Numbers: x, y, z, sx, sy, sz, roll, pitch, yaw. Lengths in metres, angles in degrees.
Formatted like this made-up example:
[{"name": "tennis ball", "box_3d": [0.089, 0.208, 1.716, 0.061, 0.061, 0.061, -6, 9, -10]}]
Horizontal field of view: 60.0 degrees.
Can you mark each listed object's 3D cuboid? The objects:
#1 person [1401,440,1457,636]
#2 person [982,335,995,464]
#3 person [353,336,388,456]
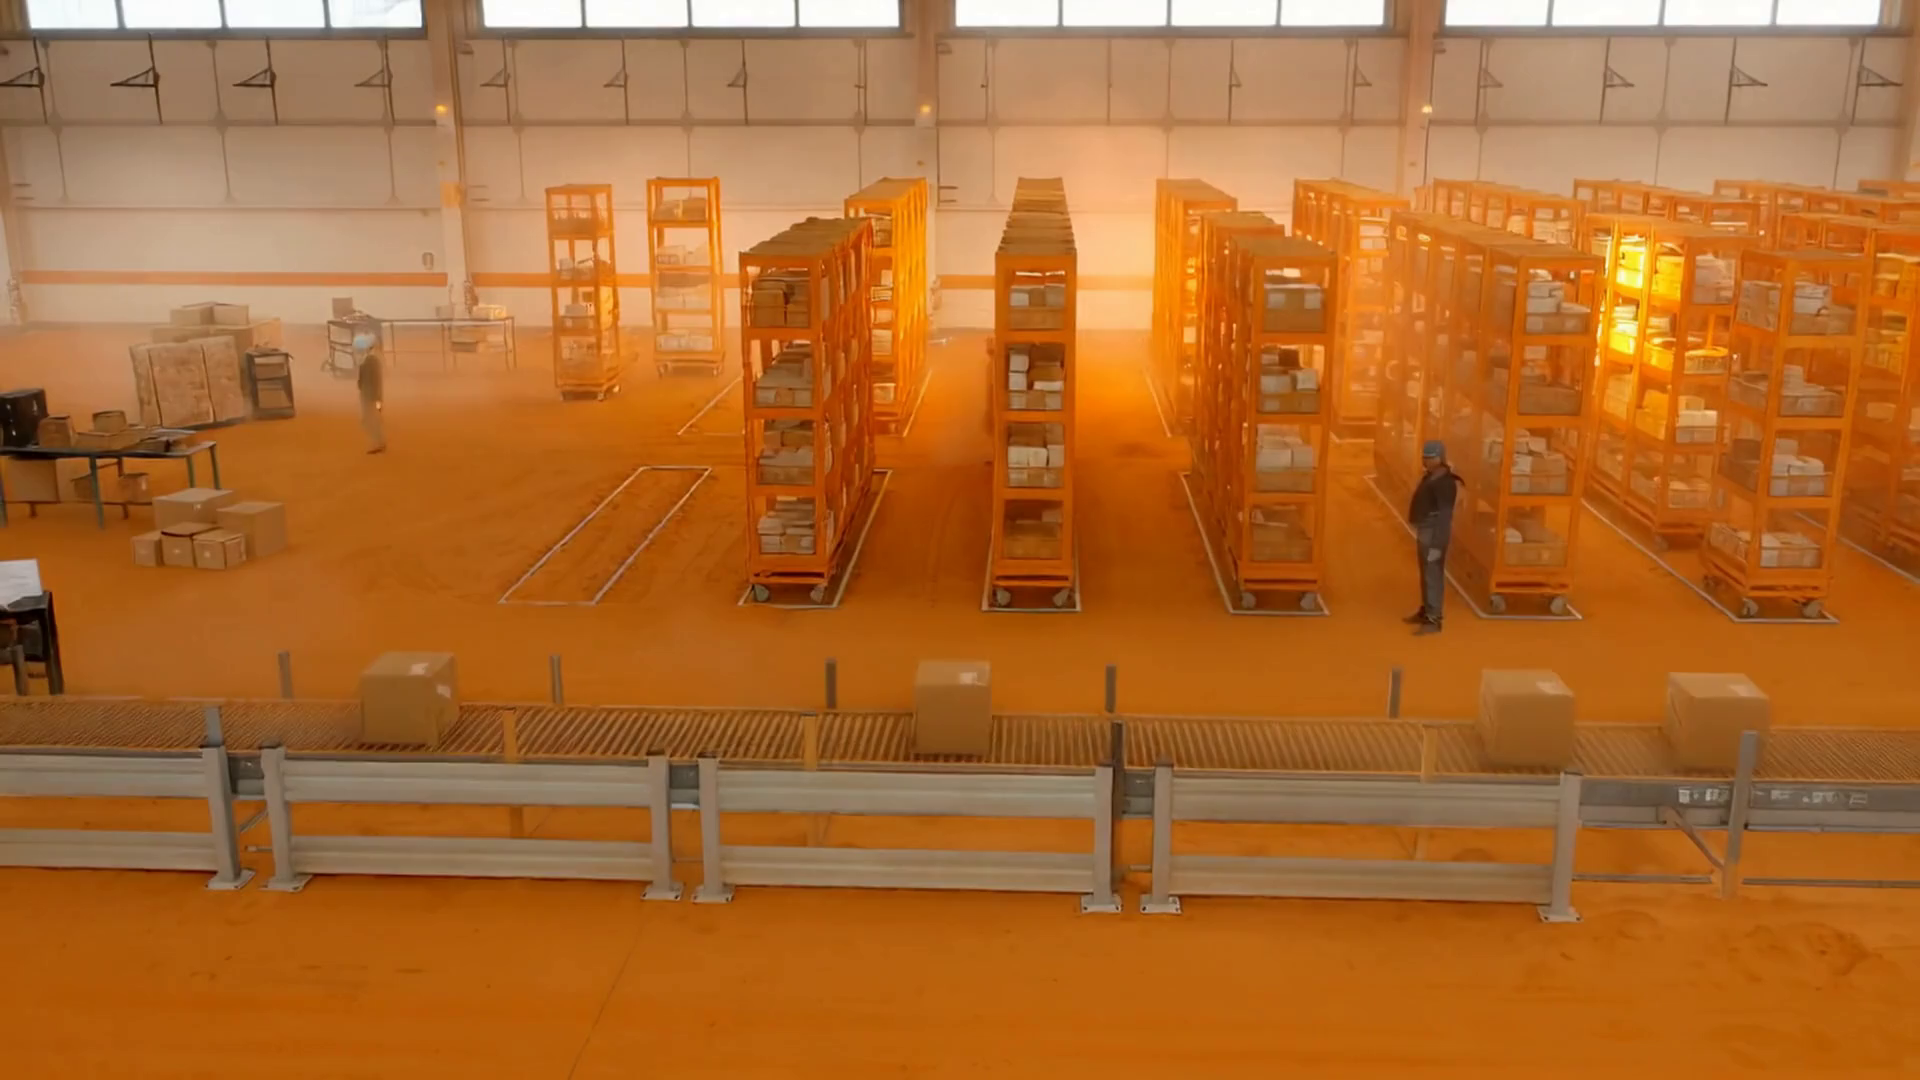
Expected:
[{"name": "person", "box_3d": [4.522, -0.028, 16.027, 0.407, 1.910, 0.640, 1, 15, 3]}, {"name": "person", "box_3d": [0.482, -1.955, 23.314, 0.456, 1.830, 0.602, -4, 16, -15]}, {"name": "person", "box_3d": [-8.517, -2.077, 23.966, 0.381, 1.737, 0.566, -9, 17, -29]}]
